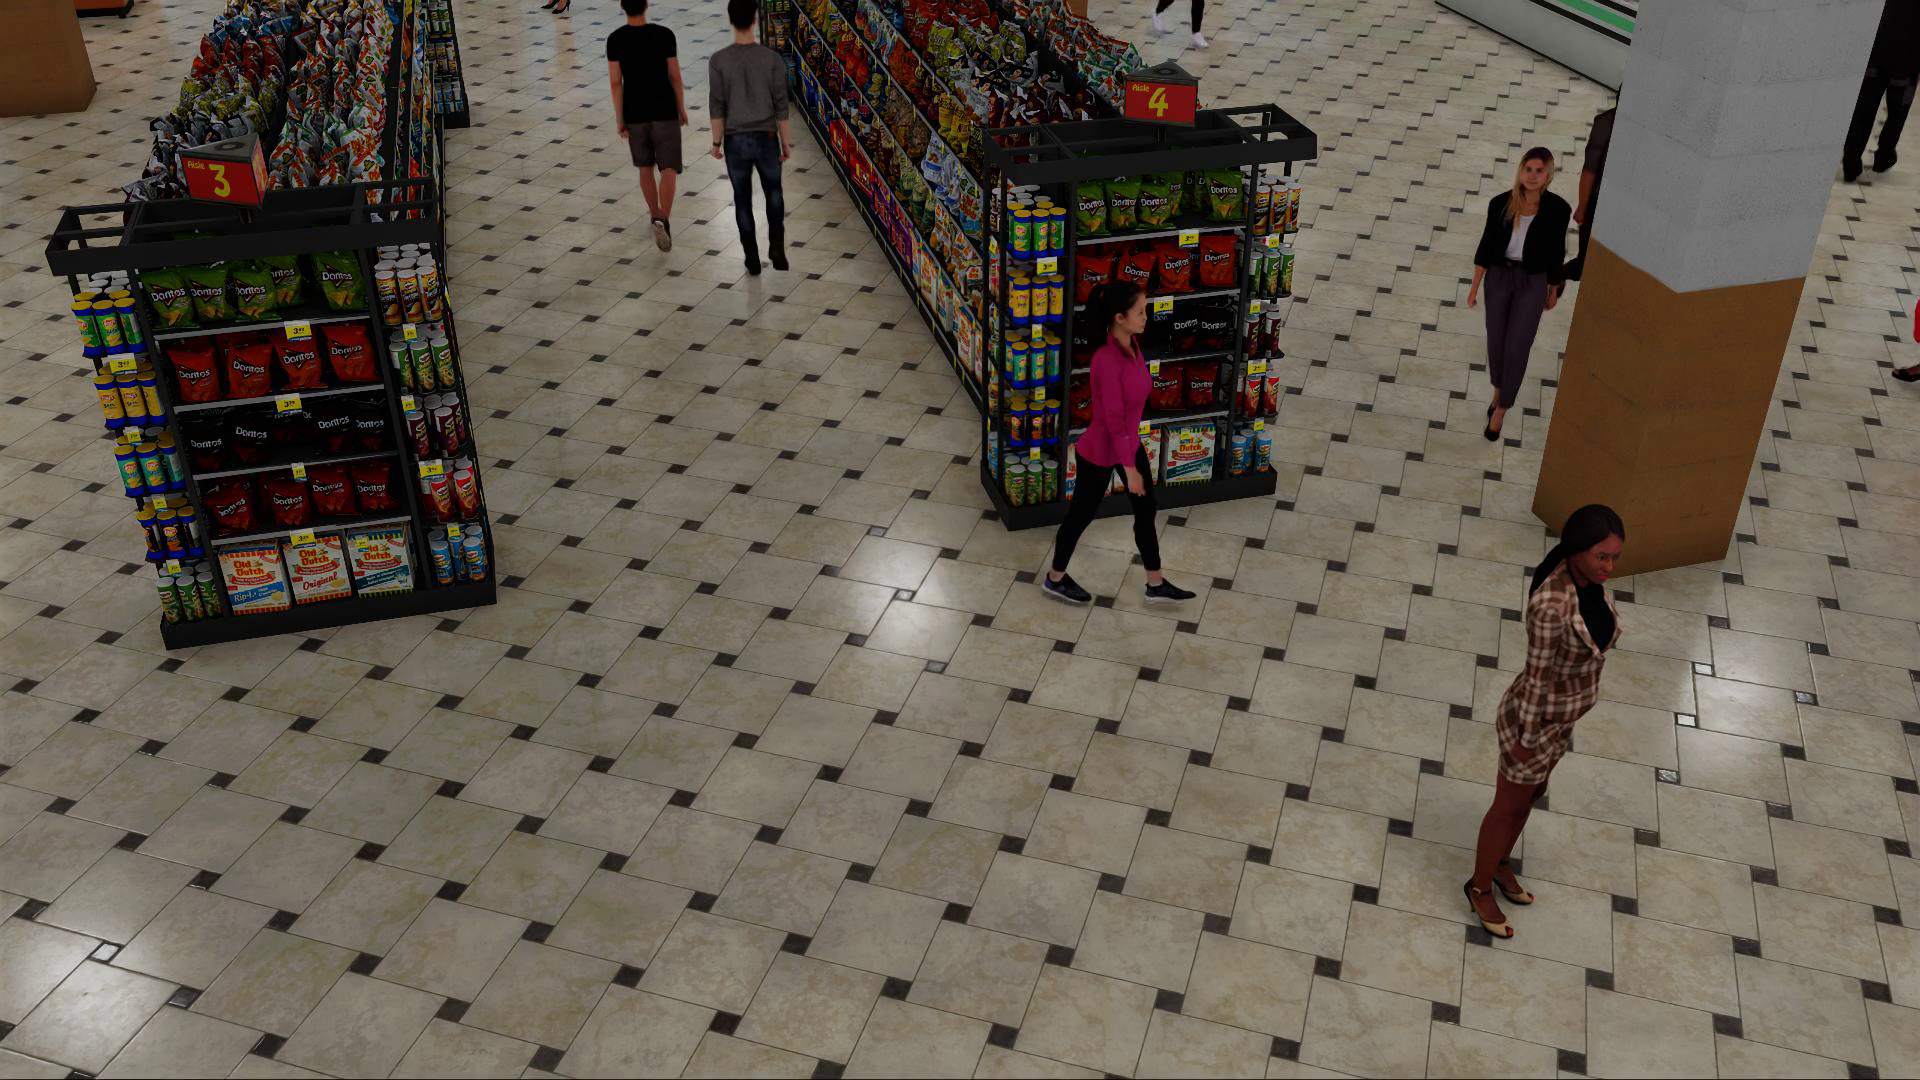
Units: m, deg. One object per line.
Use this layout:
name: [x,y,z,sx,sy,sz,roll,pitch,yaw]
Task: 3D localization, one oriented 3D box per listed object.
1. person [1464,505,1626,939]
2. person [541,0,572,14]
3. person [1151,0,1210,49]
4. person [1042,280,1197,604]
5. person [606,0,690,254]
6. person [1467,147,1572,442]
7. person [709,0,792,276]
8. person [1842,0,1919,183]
person: [2.073,0.650,5.943,0.701,1.792,0.670,25,40,34]
person: [-4.305,-6.442,17.317,0.864,1.818,0.780,-20,37,-29]
person: [2.181,-5.668,16.269,0.795,1.612,1.134,-18,36,-26]
person: [0.607,-0.418,7.778,1.021,1.668,0.995,15,35,23]
person: [-2.176,-2.954,11.687,0.798,1.844,1.160,-3,32,-5]
person: [3.163,-1.429,9.415,0.850,1.655,0.908,18,36,26]
person: [-1.393,-2.638,11.134,0.715,1.891,0.849,-6,32,-9]
person: [7.161,-3.648,12.826,1.006,1.818,1.050,24,39,33]
